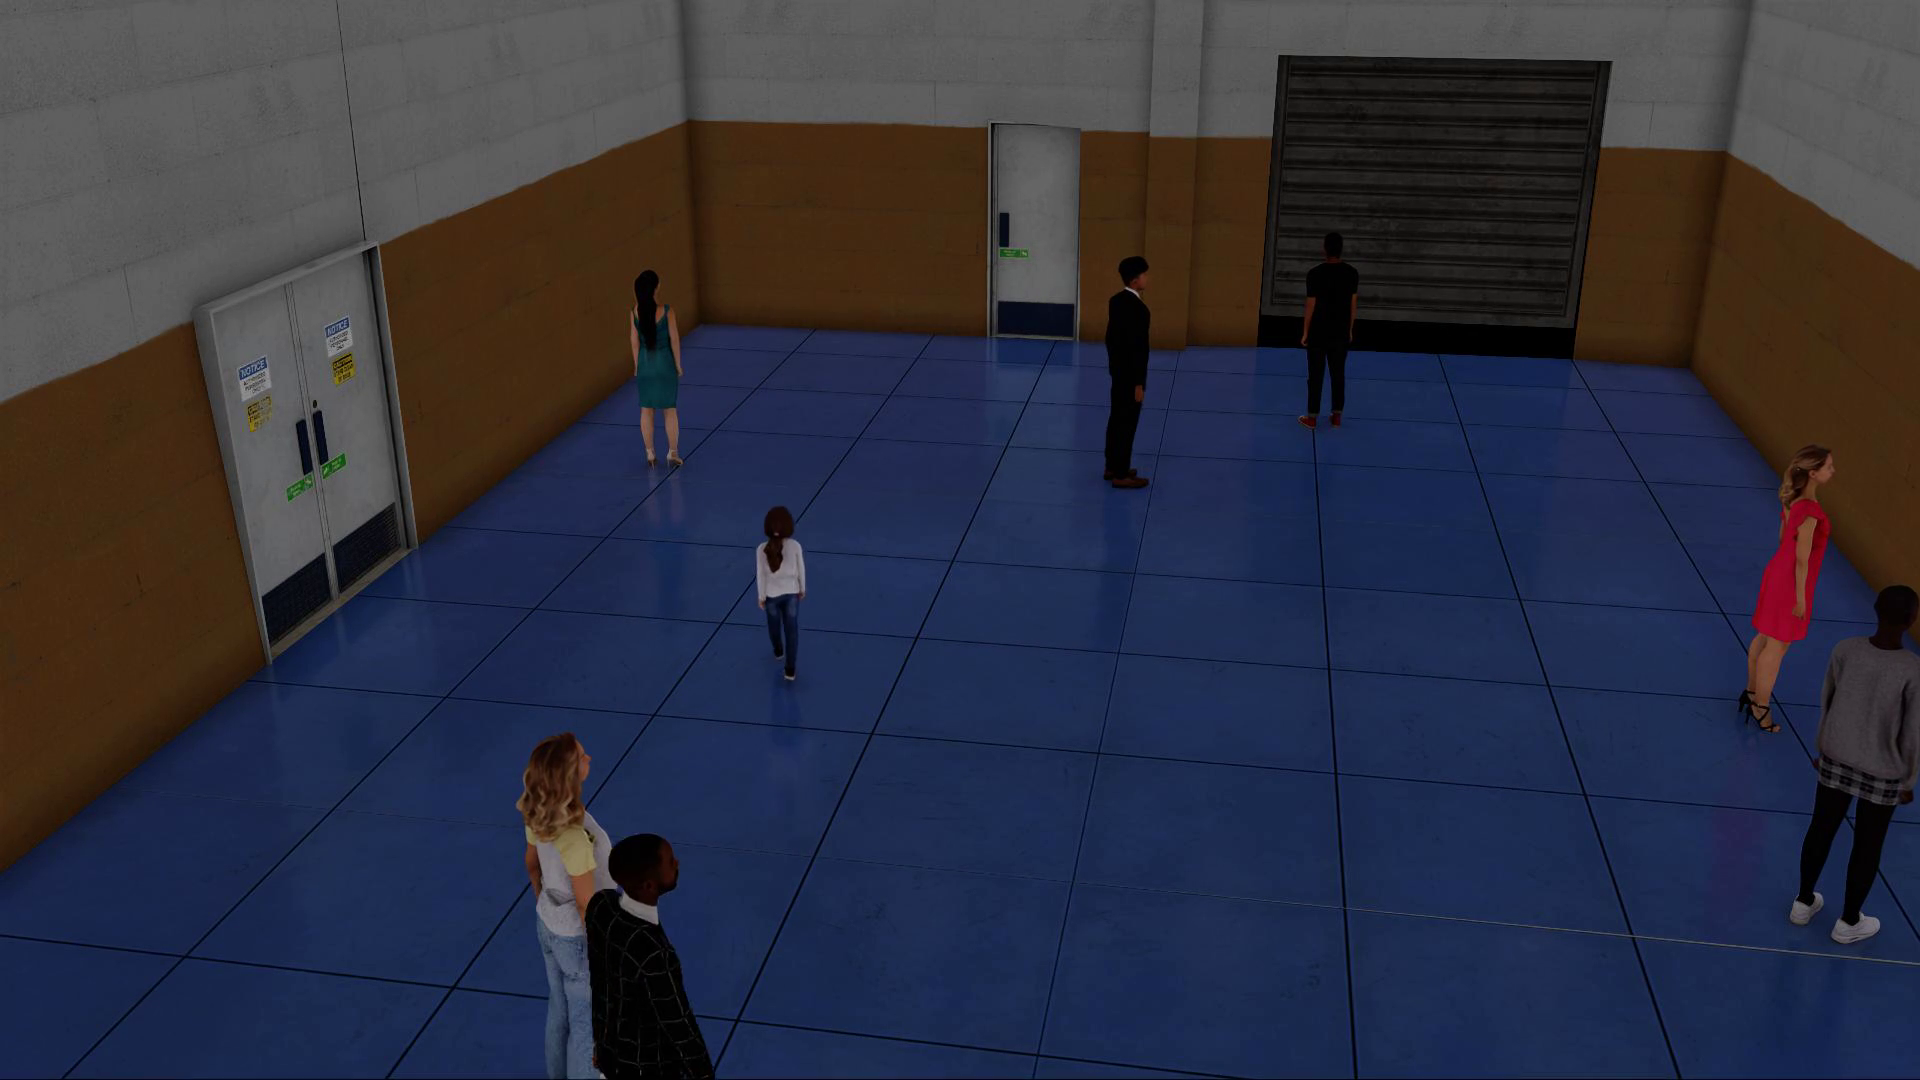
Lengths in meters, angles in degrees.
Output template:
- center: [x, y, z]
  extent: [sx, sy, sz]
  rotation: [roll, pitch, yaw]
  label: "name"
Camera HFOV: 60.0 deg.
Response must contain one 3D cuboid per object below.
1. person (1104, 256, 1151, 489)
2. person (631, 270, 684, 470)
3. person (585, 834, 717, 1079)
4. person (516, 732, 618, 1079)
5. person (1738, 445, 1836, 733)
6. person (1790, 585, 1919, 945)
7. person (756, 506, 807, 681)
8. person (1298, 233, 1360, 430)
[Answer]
- center: [1.338, -1.359, 13.413]
  extent: [0.720, 1.881, 0.774]
  rotation: [-6, 23, -14]
  label: "person"
- center: [-2.522, -1.414, 13.811]
  extent: [0.455, 1.687, 0.639]
  rotation: [1, 22, 3]
  label: "person"
- center: [-1.157, 1.831, 5.612]
  extent: [1.248, 1.778, 1.164]
  rotation: [-13, 26, -30]
  label: "person"
- center: [-1.499, 1.522, 6.434]
  extent: [0.765, 1.722, 0.687]
  rotation: [-17, 27, -36]
  label: "person"
- center: [4.756, 0.262, 9.581]
  extent: [0.545, 1.729, 0.573]
  rotation: [5, 22, 13]
  label: "person"
- center: [4.141, 1.020, 7.638]
  extent: [0.757, 1.772, 0.686]
  rotation: [-16, 27, -35]
  label: "person"
- center: [-1.095, 0.337, 10.256]
  extent: [0.792, 1.087, 0.662]
  rotation: [-3, 22, -8]
  label: "person"
- center: [3.286, -1.858, 14.822]
  extent: [0.586, 1.755, 0.748]
  rotation: [-2, 22, -6]
  label: "person"
